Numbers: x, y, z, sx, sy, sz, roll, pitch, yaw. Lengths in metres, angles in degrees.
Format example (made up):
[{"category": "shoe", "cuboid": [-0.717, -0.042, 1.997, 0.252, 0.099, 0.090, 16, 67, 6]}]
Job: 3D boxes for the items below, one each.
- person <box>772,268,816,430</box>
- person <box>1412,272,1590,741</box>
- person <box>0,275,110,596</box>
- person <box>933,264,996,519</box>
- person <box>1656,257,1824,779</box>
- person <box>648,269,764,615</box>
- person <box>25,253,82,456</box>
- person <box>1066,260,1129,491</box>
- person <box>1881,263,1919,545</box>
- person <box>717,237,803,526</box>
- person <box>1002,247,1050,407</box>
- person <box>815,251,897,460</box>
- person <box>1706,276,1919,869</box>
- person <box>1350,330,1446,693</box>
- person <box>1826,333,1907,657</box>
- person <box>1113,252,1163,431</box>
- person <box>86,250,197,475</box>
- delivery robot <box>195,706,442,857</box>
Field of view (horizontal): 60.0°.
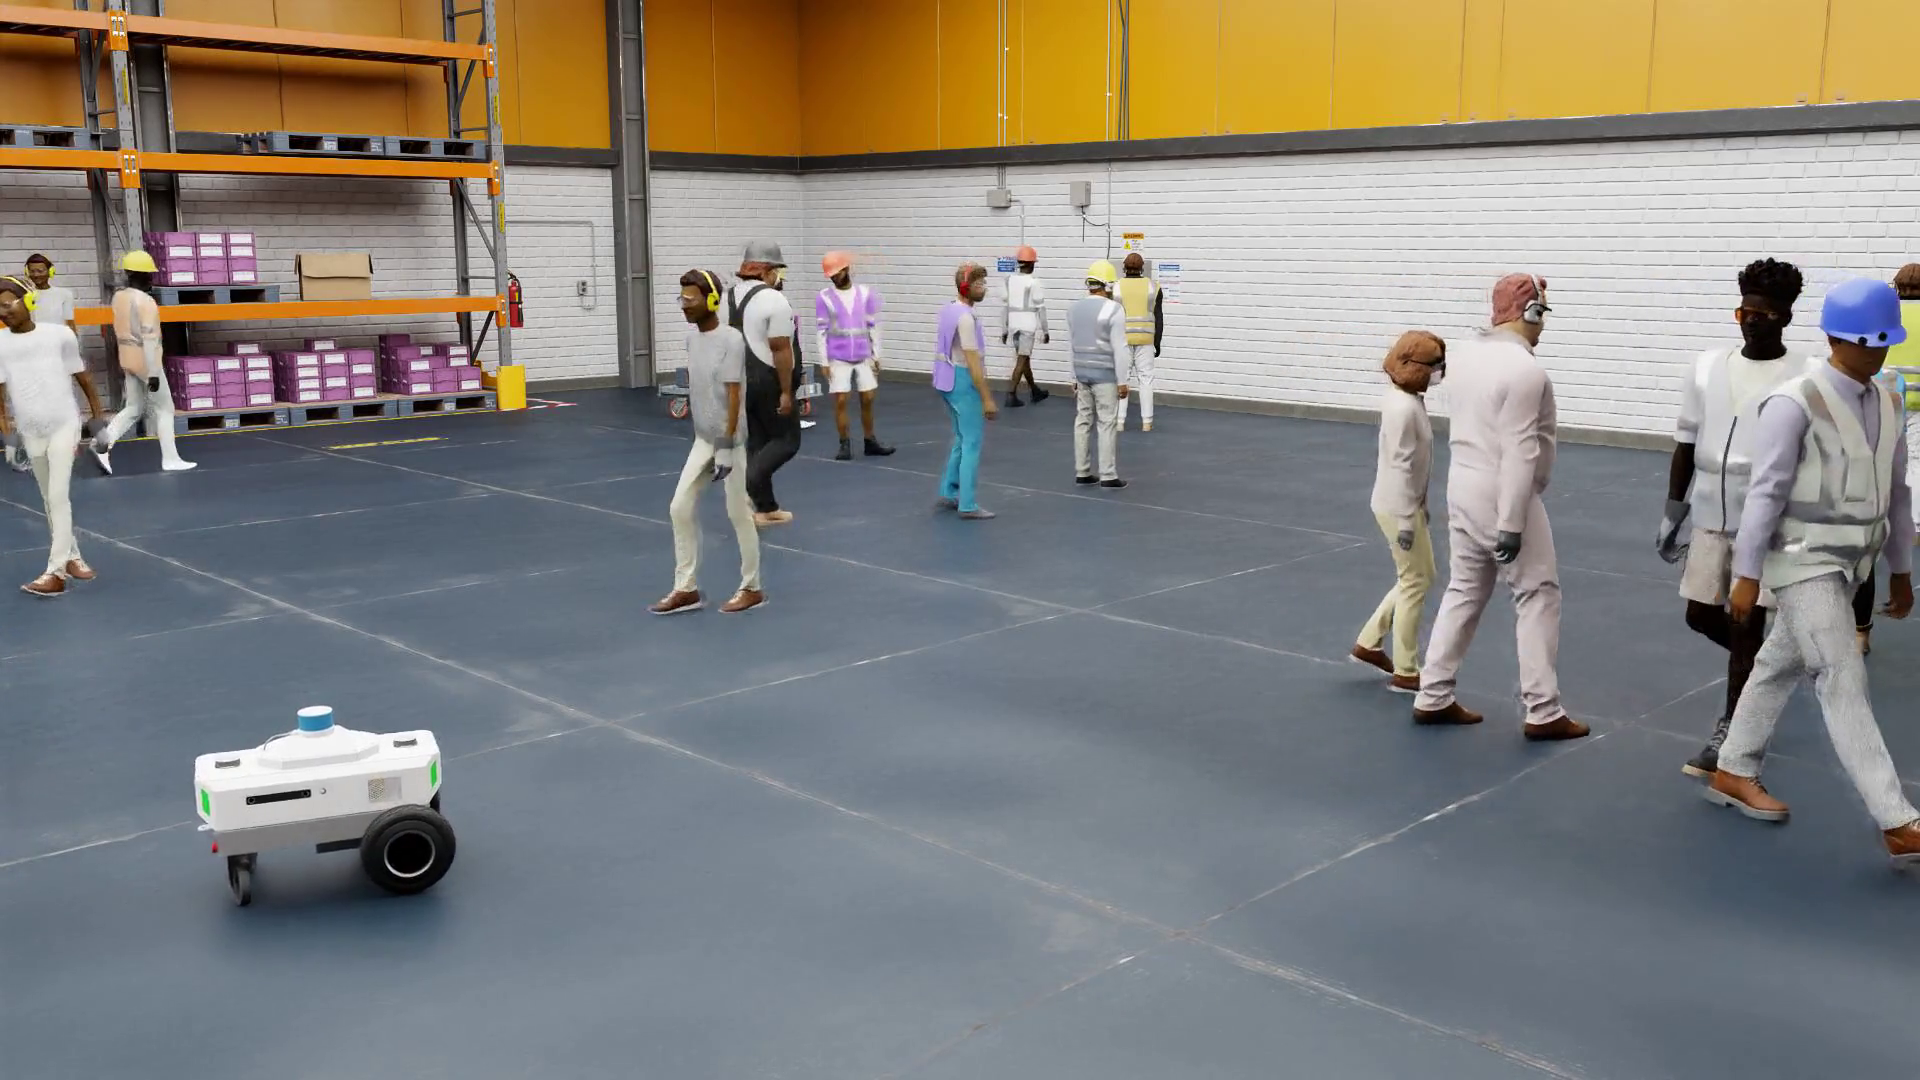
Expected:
[{"category": "person", "cuboid": [-1.867, -1.967, 17.115, 0.826, 1.724, 0.544, -2, 11, -11]}, {"category": "person", "cuboid": [2.186, -0.137, 6.754, 0.643, 1.875, 0.660, -2, 11, -11]}, {"category": "person", "cuboid": [-5.205, -0.599, 9.481, 0.547, 1.806, 0.830, -2, 11, -12]}, {"category": "person", "cuboid": [0.025, -1.053, 11.922, 0.431, 1.814, 0.659, -2, 11, -8]}, {"category": "person", "cuboid": [3.038, -0.099, 6.344, 0.753, 1.948, 0.607, -7, 13, -35]}, {"category": "person", "cuboid": [-1.340, -0.491, 8.782, 0.542, 1.842, 0.760, 9, 14, 42]}, {"category": "person", "cuboid": [-8.321, -1.677, 15.197, 0.509, 1.860, 0.318, -2, 11, -12]}, {"category": "person", "cuboid": [1.111, -1.305, 13.271, 0.403, 1.827, 0.603, -9, 14, -40]}, {"category": "person", "cuboid": [6.179, -0.885, 10.916, 0.627, 1.844, 0.429, 6, 12, 30]}, {"category": "person", "cuboid": [-1.396, -1.083, 11.452, 0.694, 2.000, 0.680, 10, 14, 43]}, {"category": "person", "cuboid": [0.804, -2.543, 19.850, 0.560, 1.882, 0.969, 10, 14, 43]}, {"category": "person", "cuboid": [-0.919, -1.654, 15.004, 0.777, 1.882, 0.405, -4, 11, -22]}, {"category": "person", "cuboid": [2.923, 0.098, 5.423, 0.644, 1.877, 1.026, -6, 12, -29]}, {"category": "person", "cuboid": [1.987, -0.117, 7.325, 0.407, 1.617, 0.526, 4, 11, 20]}, {"category": "person", "cuboid": [4.235, -0.279, 8.010, 0.529, 1.694, 0.321, 3, 11, 18]}, {"category": "person", "cuboid": [1.787, -2.041, 17.219, 0.622, 1.845, 0.429, 0, 10, 0]}, {"category": "person", "cuboid": [-6.977, -1.490, 14.058, 0.594, 1.898, 0.828, 7, 12, 33]}, {"category": "delivery robot", "cuboid": [-1.997, 0.763, 5.184, 0.707, 0.478, 0.477, -4, 11, -23]}]
